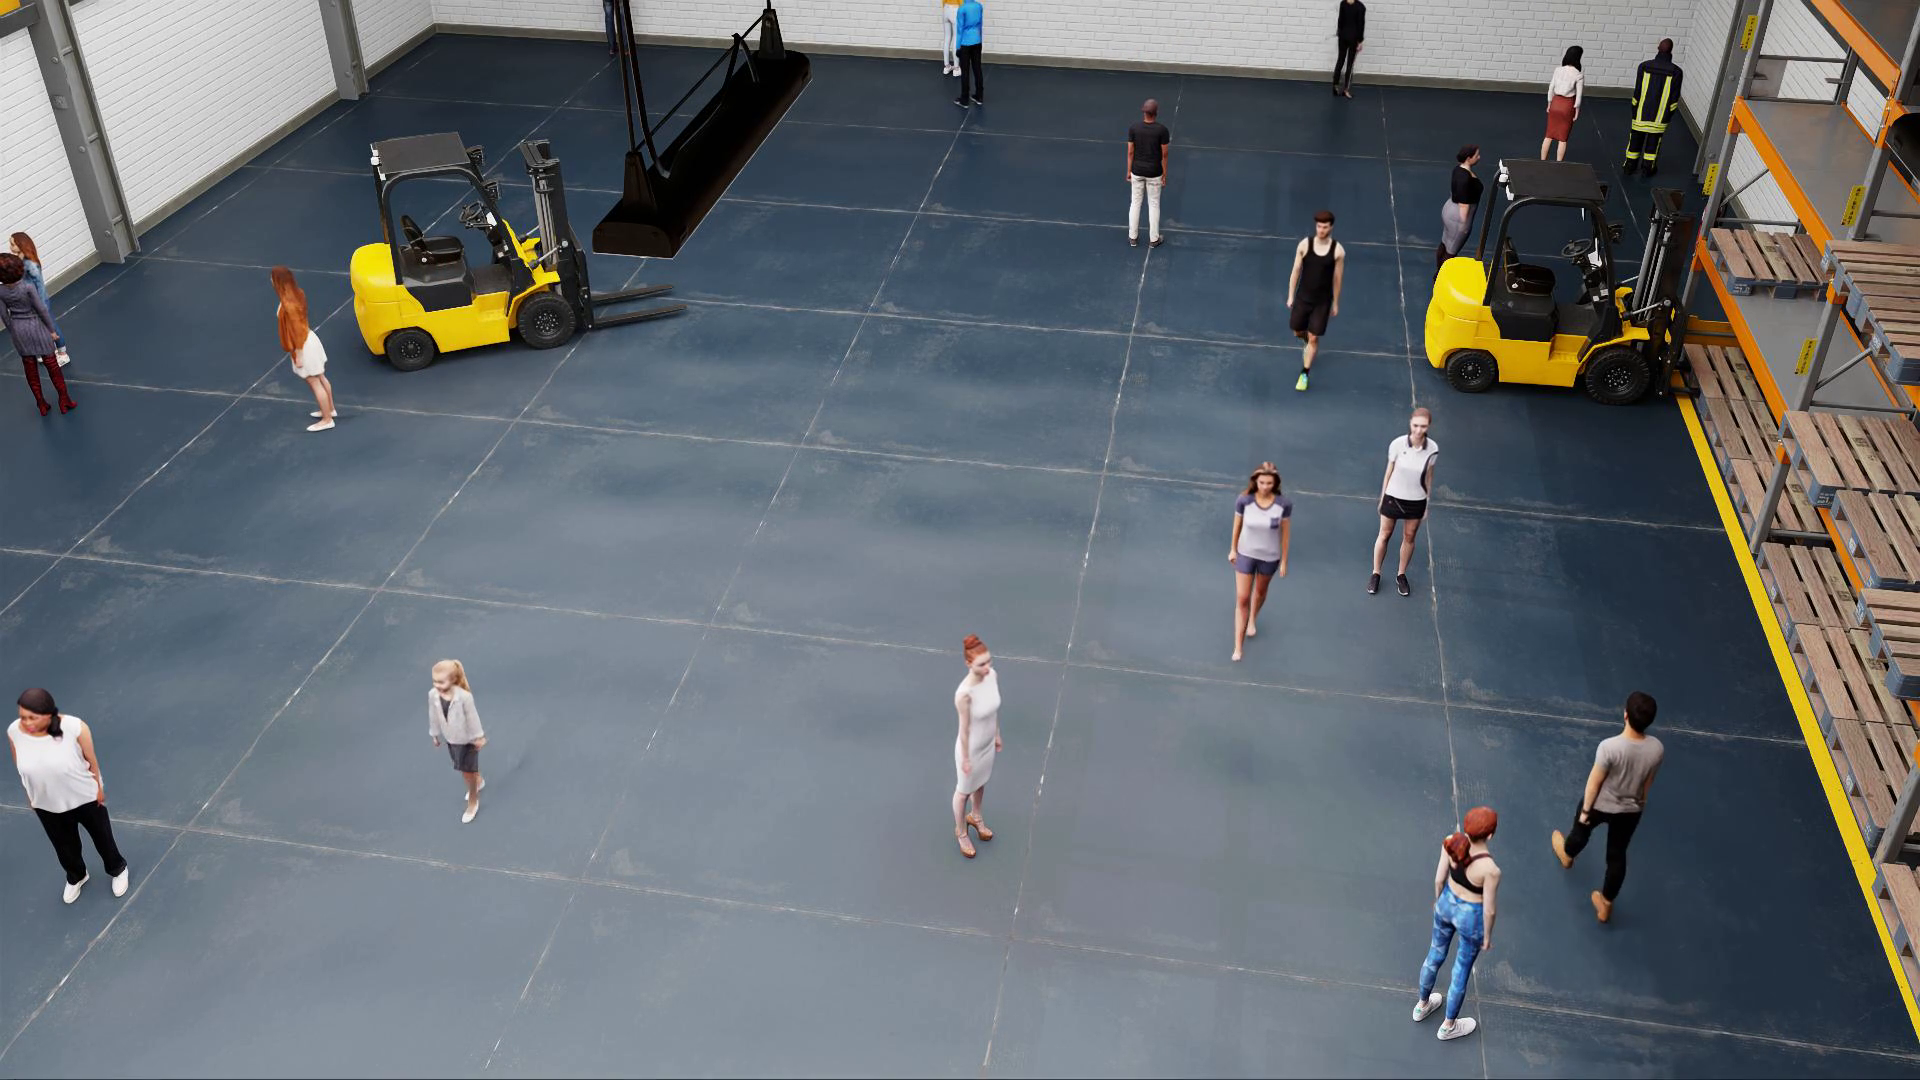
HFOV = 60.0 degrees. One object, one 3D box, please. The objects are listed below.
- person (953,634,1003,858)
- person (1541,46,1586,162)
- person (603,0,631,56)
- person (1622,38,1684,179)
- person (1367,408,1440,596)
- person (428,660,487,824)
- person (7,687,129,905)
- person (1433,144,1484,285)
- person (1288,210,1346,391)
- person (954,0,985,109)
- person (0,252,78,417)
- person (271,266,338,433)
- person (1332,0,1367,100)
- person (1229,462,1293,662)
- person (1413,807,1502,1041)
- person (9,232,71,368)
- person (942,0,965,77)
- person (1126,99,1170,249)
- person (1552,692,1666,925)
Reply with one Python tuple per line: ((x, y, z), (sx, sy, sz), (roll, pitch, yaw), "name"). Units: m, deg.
((0.103, 1.395, 11.262), (0.690, 1.792, 0.558), (23, 40, 30), "person")
((7.915, -5.623, 21.857), (0.680, 1.750, 0.696), (28, 43, 35), "person")
((-5.491, -8.628, 26.282), (0.675, 1.856, 0.593), (9, 35, 13), "person")
((9.137, -5.708, 21.919), (0.835, 1.823, 0.803), (18, 38, 25), "person")
((3.721, -0.333, 13.898), (0.554, 1.750, 0.538), (5, 34, 7), "person")
((-3.515, 1.345, 11.818), (0.579, 1.258, 0.698), (11, 35, 16), "person")
((-5.891, 1.663, 10.951), (0.729, 1.688, 0.715), (-5, 34, -7), "person")
((5.629, -3.642, 18.867), (0.738, 1.760, 0.571), (3, 34, 4), "person")
((3.647, -2.503, 17.053), (0.815, 1.873, 1.083), (12, 35, 17), "person")
((0.153, -7.223, 24.224), (0.679, 1.795, 0.749), (-24, 40, -31), "person")
((-9.222, -2.042, 16.506), (0.649, 1.710, 0.612), (-4, 34, -6), "person")
((-6.406, -1.890, 16.269), (0.755, 1.720, 0.621), (-6, 34, -8), "person")
((5.732, -7.373, 24.530), (0.722, 1.706, 0.700), (-29, 43, -36), "person")
((2.396, 0.081, 13.320), (0.609, 1.701, 0.949), (5, 34, 8), "person")
((2.992, 2.276, 9.942), (0.750, 1.785, 0.692), (-23, 40, -30), "person")
((-9.687, -2.535, 17.458), (0.639, 1.477, 0.650), (24, 40, 31), "person")
((-0.115, -8.005, 25.440), (0.731, 1.751, 0.693), (-29, 43, -36), "person")
((2.239, -4.399, 19.967), (0.674, 1.805, 0.629), (10, 35, 14), "person")
((4.264, 1.772, 10.787), (0.715, 1.689, 1.037), (1, 34, 1), "person")
